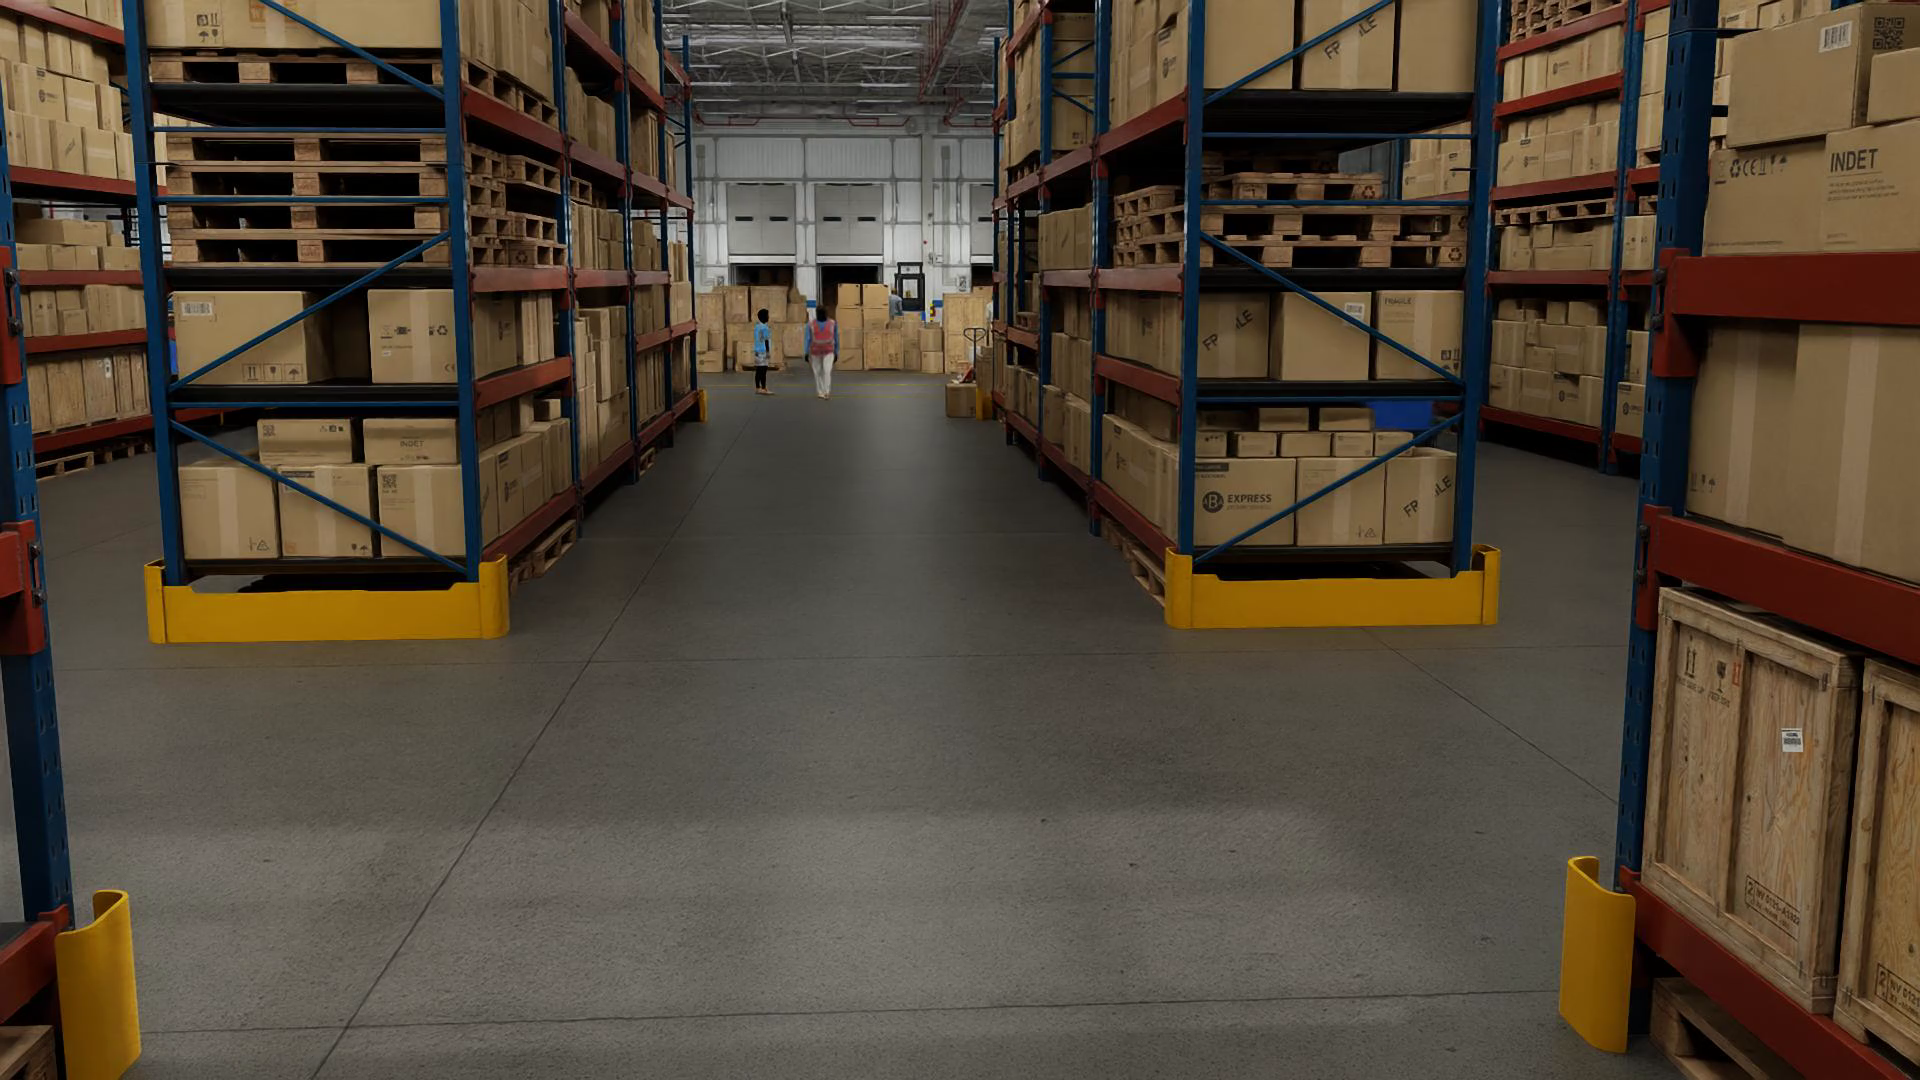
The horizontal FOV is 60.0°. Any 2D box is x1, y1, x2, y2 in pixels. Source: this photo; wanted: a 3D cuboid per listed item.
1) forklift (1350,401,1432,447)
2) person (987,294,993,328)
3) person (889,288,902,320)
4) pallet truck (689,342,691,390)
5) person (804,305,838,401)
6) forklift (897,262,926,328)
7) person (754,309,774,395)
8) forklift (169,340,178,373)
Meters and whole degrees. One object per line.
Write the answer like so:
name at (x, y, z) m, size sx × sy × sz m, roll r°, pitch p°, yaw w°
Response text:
forklift at (5.293, -2.611, 22.228) m, size 1.873 × 2.768 × 1.129 m, roll -1°, pitch 9°, yaw -4°
person at (0.949, -5.536, 43.588) m, size 0.624 × 1.930 × 0.380 m, roll 0°, pitch 9°, yaw 0°
person at (-2.302, -7.826, 57.974) m, size 0.636 × 1.928 × 0.380 m, roll 4°, pitch 10°, yaw 23°
pallet truck at (-5.225, -3.008, 27.480) m, size 1.885 × 1.965 × 0.823 m, roll 2°, pitch 9°, yaw 14°
person at (-2.622, -3.553, 31.514) m, size 0.636 × 1.809 × 0.907 m, roll 0°, pitch 9°, yaw -3°
forklift at (-1.780, -8.547, 59.499) m, size 1.129 × 2.768 × 1.873 m, roll -1°, pitch 9°, yaw -4°
person at (-3.887, -3.702, 32.777) m, size 0.322 × 1.696 × 0.530 m, roll -5°, pitch 10°, yaw -29°
forklift at (-15.721, -4.090, 31.509) m, size 1.129 × 2.768 × 1.873 m, roll -1°, pitch 9°, yaw -4°
